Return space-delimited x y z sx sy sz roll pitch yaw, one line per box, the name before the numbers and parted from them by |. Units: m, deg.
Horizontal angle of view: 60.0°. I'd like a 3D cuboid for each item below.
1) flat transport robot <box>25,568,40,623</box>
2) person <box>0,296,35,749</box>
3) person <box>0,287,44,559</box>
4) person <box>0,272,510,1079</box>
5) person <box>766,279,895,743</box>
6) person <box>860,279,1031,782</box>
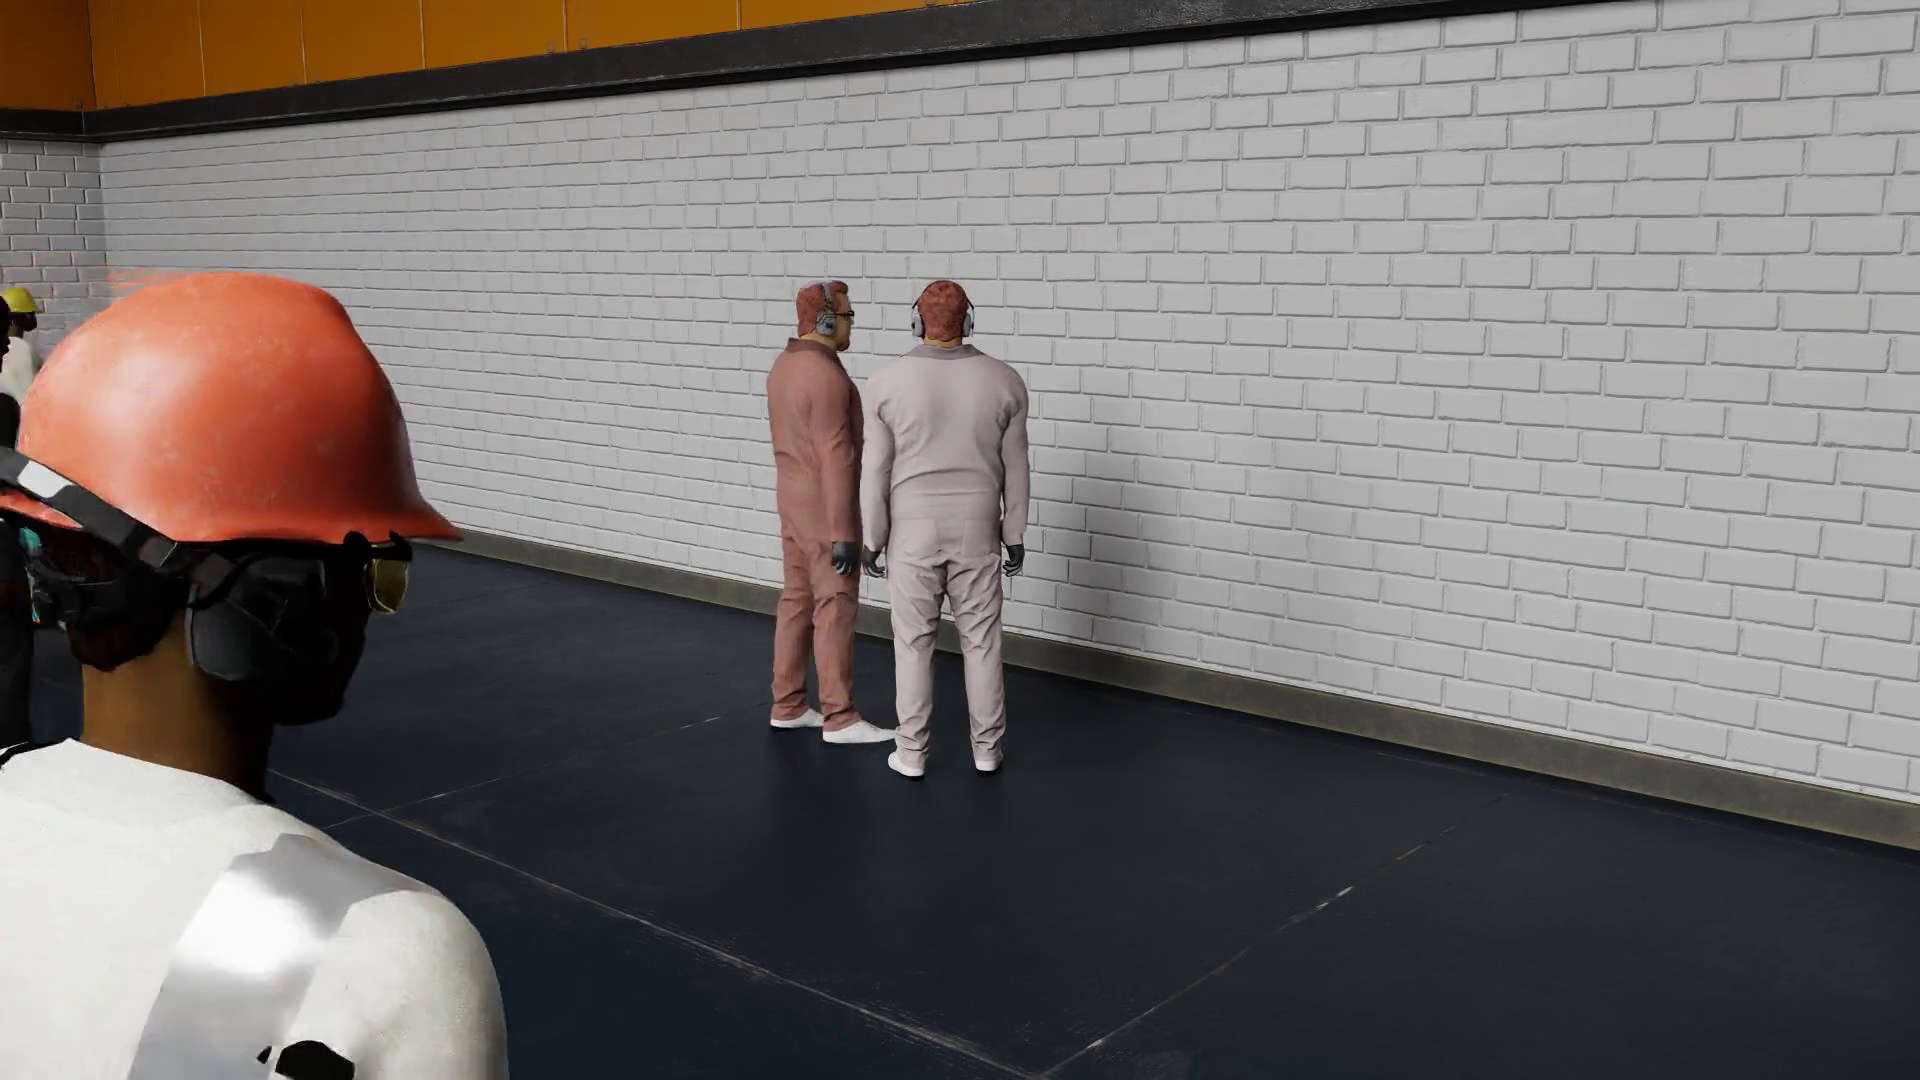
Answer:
flat transport robot | -4.907 0.305 9.076 1.431 0.197 0.652 2 10 13
person | -3.605 0.038 5.975 0.609 1.893 0.628 5 11 25
person | -6.117 -0.761 10.897 0.526 1.768 0.314 7 12 36
person | -0.530 0.801 1.326 0.631 2.007 0.867 6 12 31
person | -0.547 -0.111 6.820 0.406 1.907 0.651 -5 11 -26
person | -0.062 -0.031 6.341 0.655 1.905 0.407 -2 10 -10
